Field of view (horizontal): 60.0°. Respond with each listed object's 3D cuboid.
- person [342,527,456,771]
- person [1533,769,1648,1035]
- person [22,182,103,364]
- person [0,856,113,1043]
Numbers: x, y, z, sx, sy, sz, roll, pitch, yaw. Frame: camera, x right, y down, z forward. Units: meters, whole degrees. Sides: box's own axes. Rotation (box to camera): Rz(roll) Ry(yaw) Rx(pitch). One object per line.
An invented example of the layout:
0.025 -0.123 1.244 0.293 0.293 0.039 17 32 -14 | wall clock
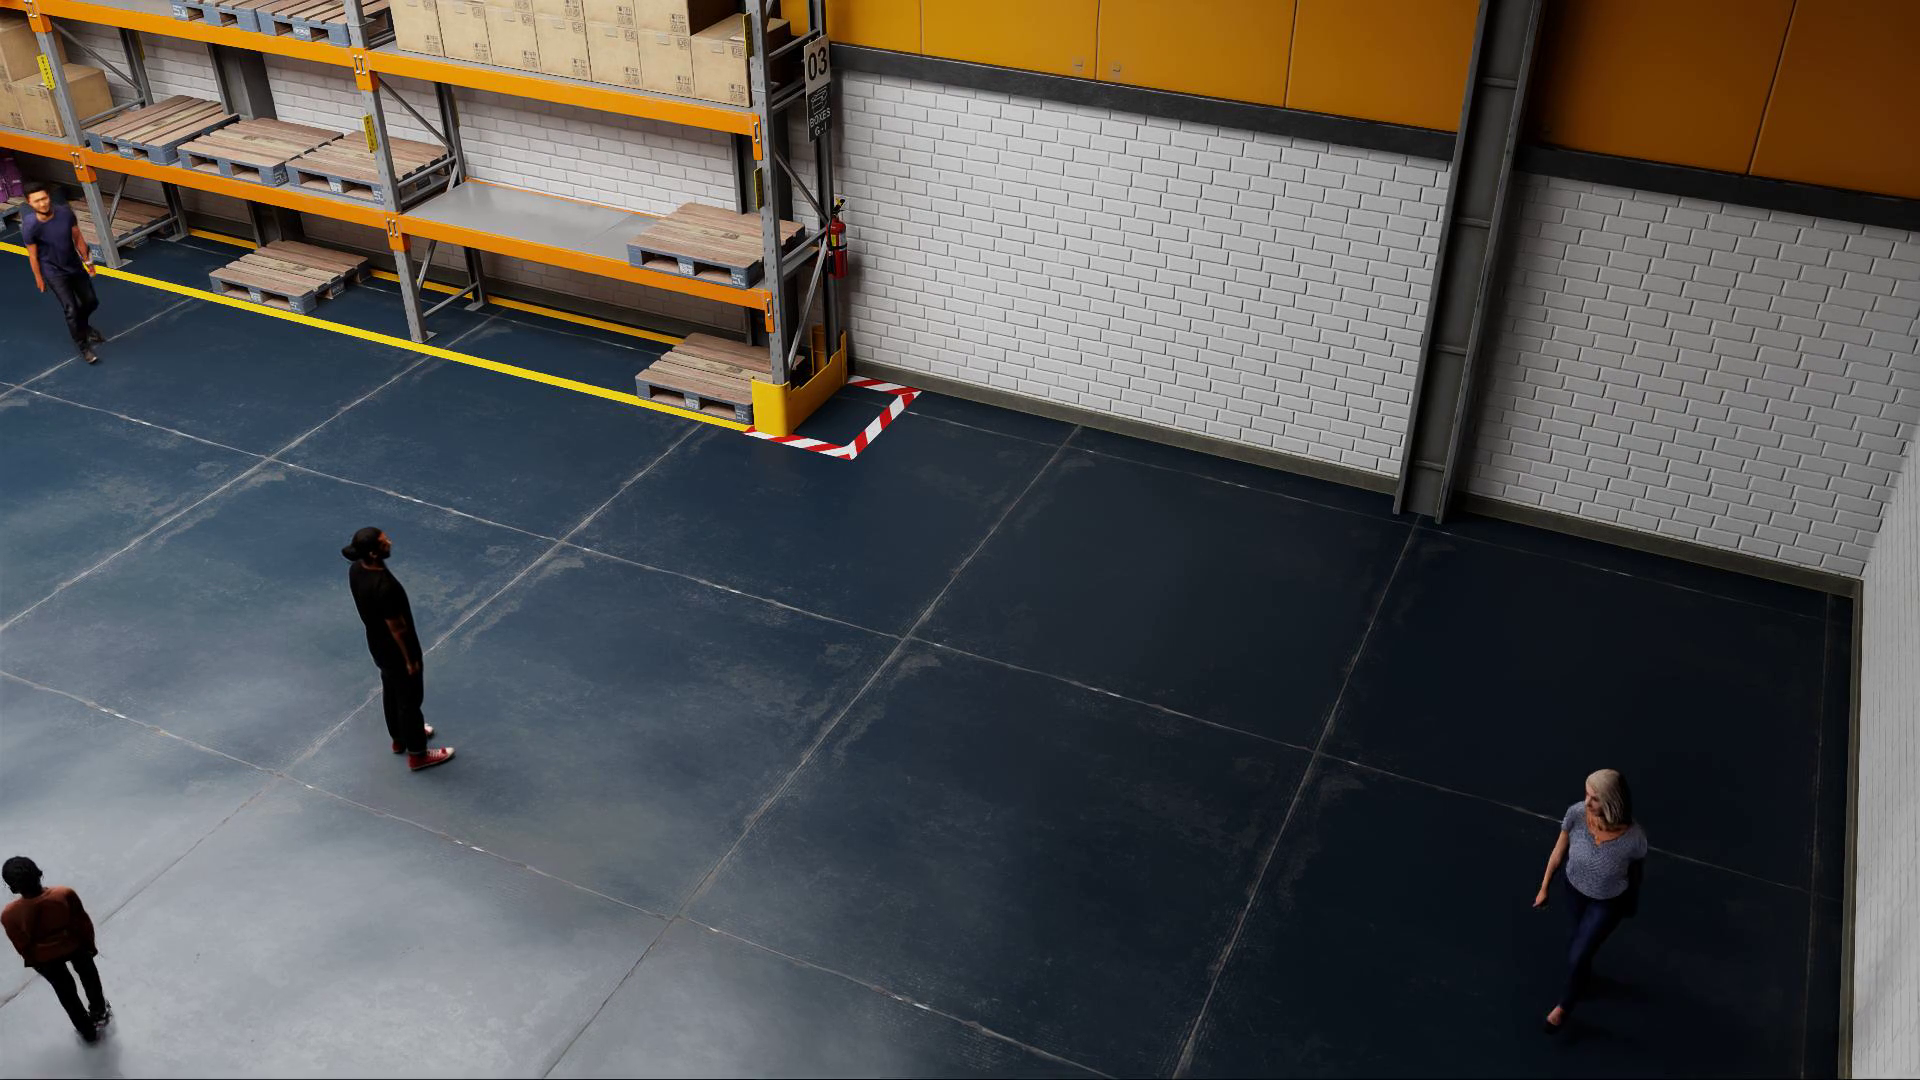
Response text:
-3.552 0.665 10.416 0.768 1.758 0.634 -27 42 -34 | person
3.382 1.819 8.744 0.886 1.686 0.837 25 41 32 | person
-8.165 -2.467 15.120 0.931 1.766 0.792 23 40 30 | person
-4.677 2.161 8.627 0.598 1.247 0.619 -22 39 -29 | person
